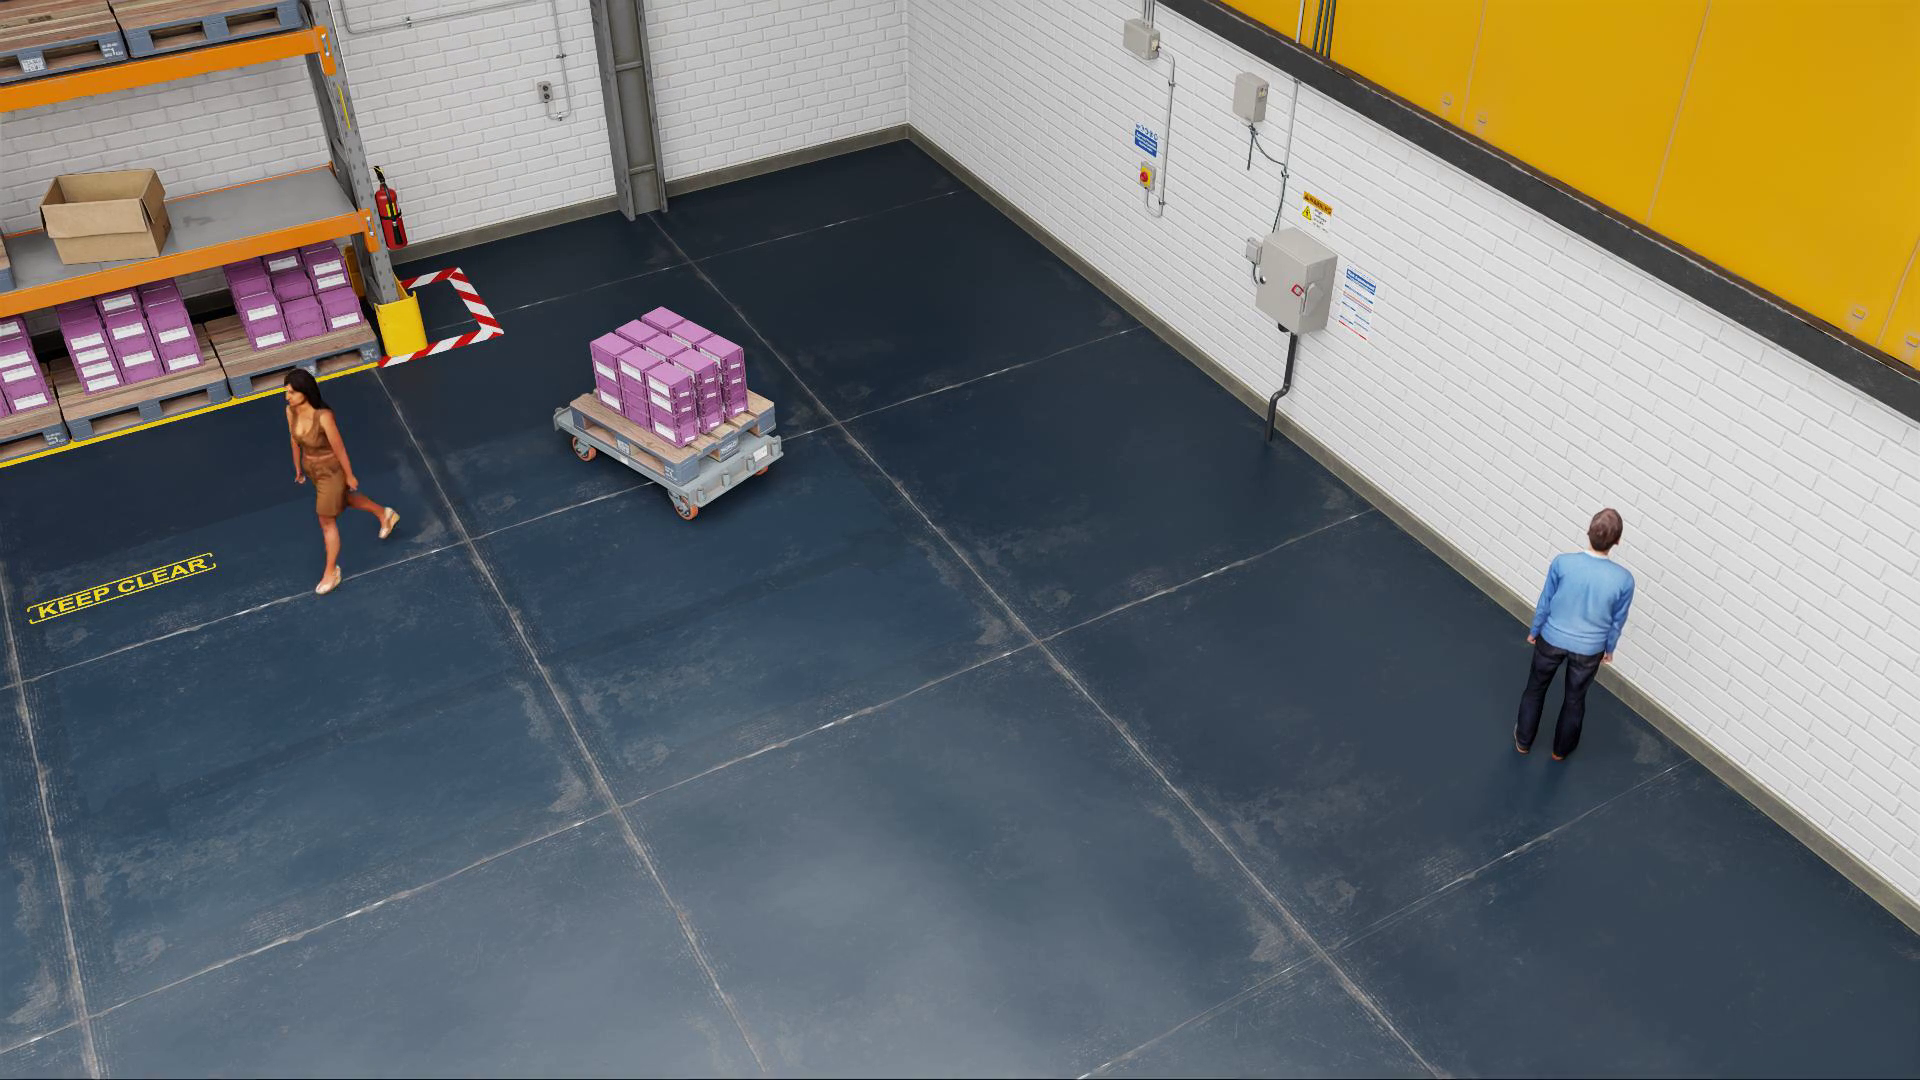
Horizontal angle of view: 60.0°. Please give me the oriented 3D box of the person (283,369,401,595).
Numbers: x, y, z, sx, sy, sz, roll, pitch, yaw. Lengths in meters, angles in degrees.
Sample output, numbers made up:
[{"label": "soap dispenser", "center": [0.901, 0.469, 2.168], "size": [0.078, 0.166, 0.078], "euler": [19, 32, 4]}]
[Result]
[{"label": "person", "center": [-4.250, -0.488, 11.364], "size": [0.925, 1.657, 1.145], "euler": [21, 43, 24]}]

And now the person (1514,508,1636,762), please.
[{"label": "person", "center": [3.653, 0.570, 9.911], "size": [0.740, 1.818, 0.760], "euler": [16, 41, 19]}]
